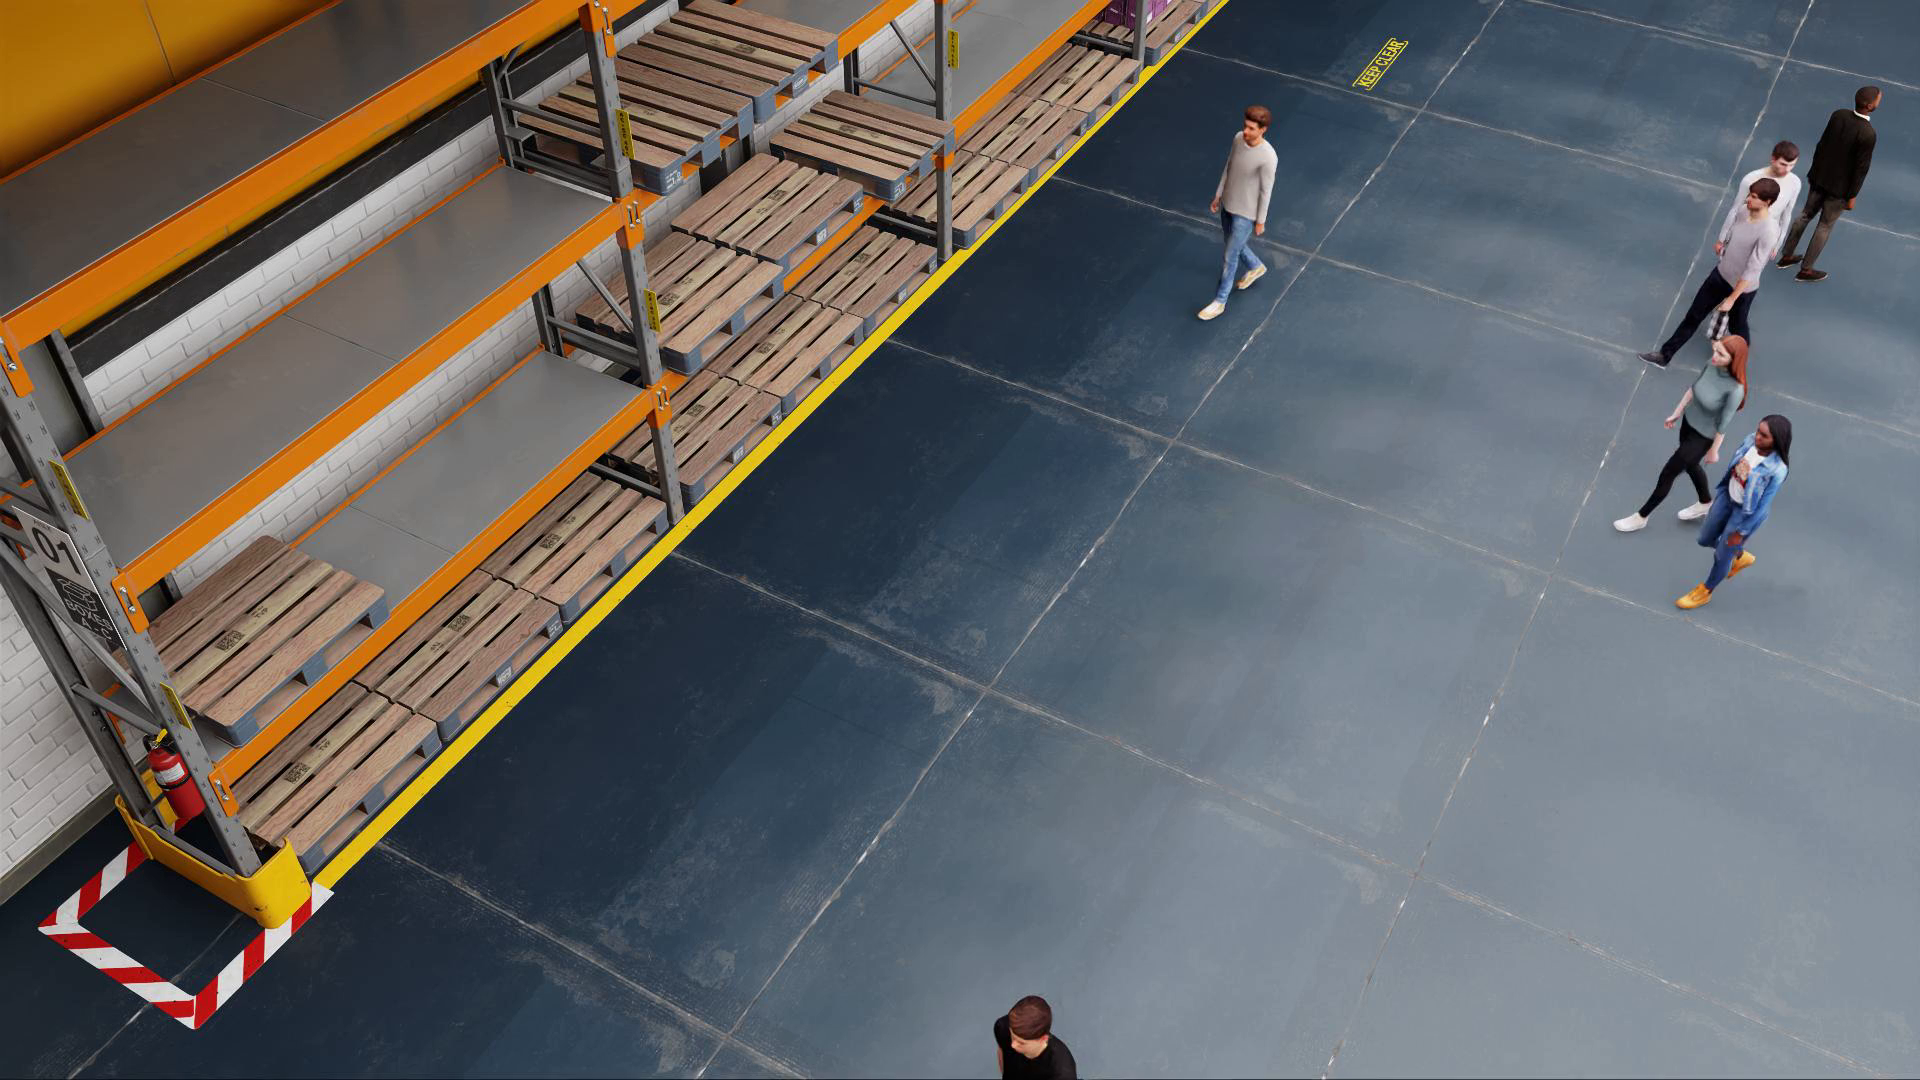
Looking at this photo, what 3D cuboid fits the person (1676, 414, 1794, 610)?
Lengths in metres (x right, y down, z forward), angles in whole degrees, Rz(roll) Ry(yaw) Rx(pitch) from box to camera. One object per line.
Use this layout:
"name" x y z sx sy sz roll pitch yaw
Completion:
"person" 5.356 -0.183 11.270 0.927 1.698 0.868 -9 44 -9

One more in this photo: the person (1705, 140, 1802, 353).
"person" 6.430 -2.489 13.610 0.973 1.808 1.218 2 44 2

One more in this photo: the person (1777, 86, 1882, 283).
"person" 7.457 -3.052 14.207 0.774 1.800 0.739 -14 45 -15

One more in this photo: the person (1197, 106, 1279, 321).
"person" 2.389 -2.789 13.873 1.181 1.880 1.009 -21 48 -21

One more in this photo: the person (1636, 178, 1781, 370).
"person" 6.208 -2.027 13.130 1.179 1.801 1.170 -7 44 -7

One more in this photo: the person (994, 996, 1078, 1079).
"person" 0.451 2.730 8.135 0.811 1.804 1.235 29 51 27

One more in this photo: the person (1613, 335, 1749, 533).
"person" 5.311 -0.754 11.855 1.012 1.717 1.039 -3 44 -3
